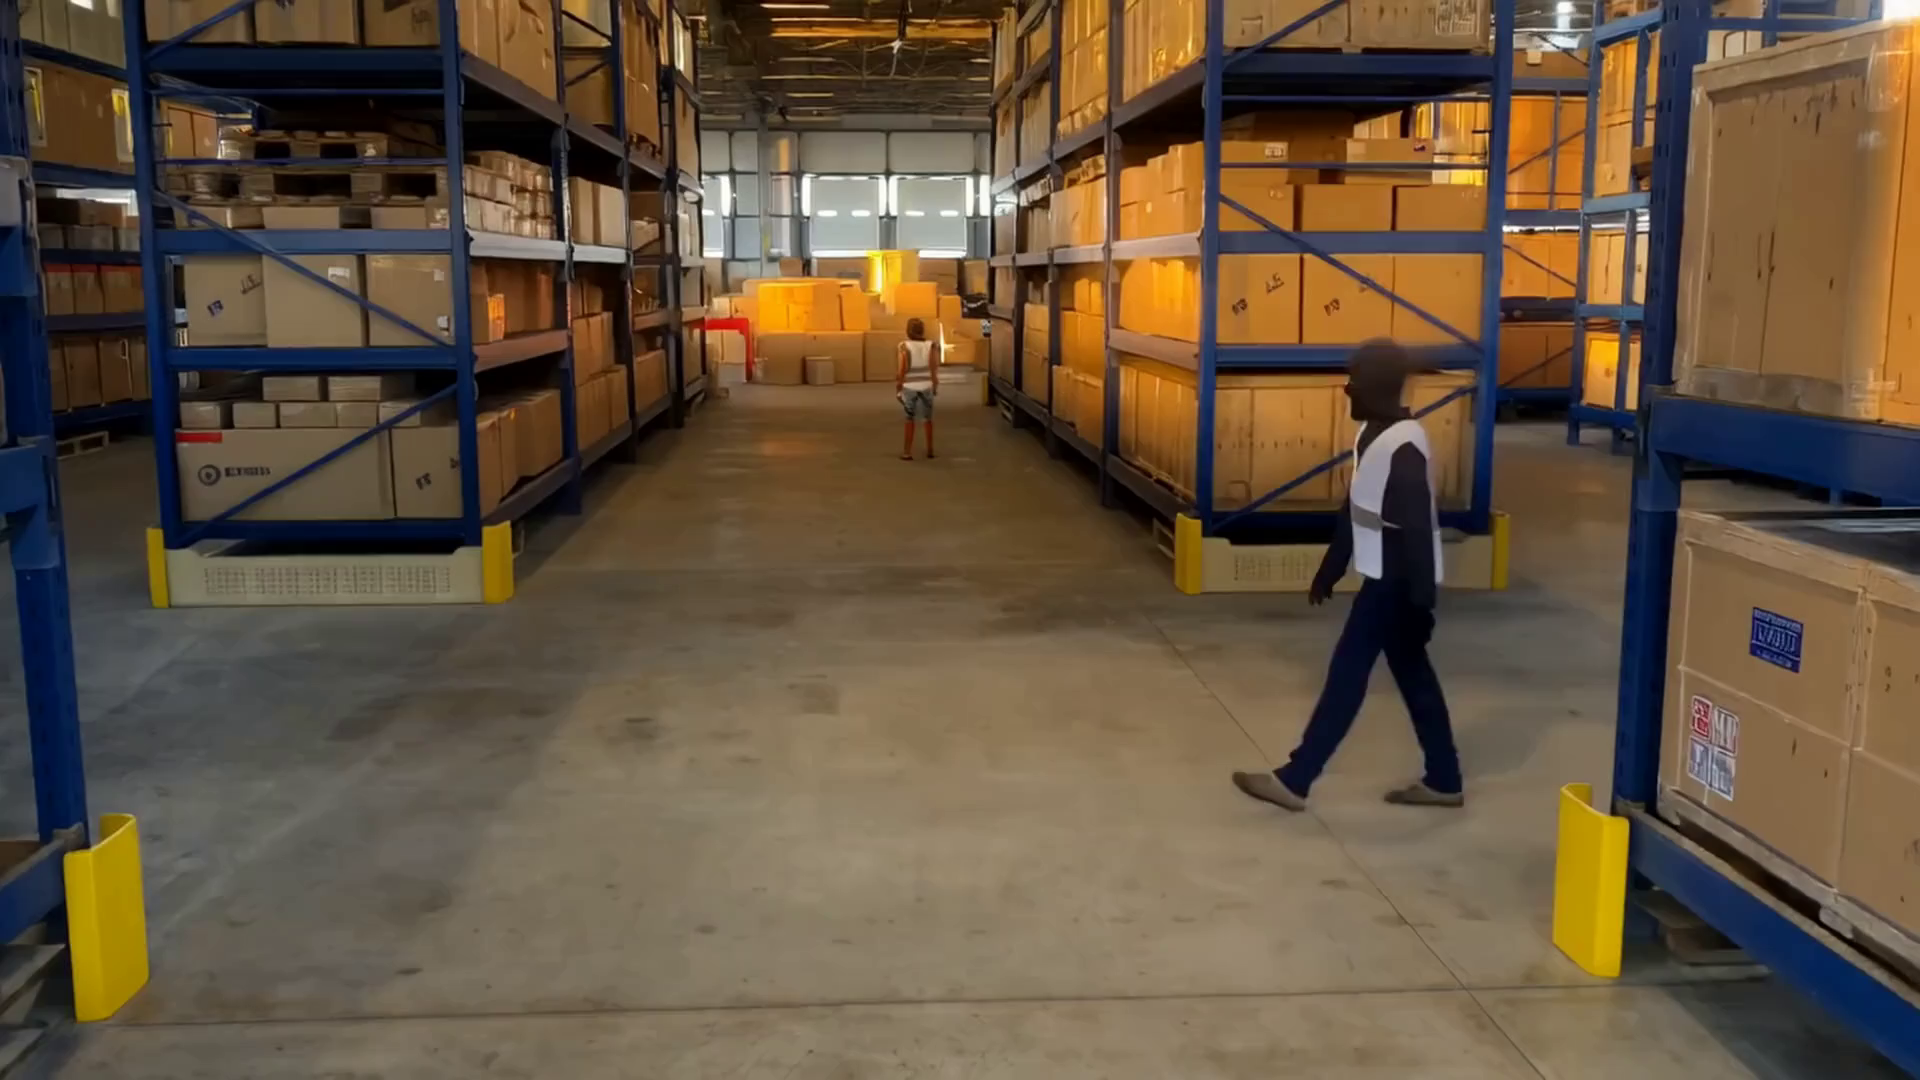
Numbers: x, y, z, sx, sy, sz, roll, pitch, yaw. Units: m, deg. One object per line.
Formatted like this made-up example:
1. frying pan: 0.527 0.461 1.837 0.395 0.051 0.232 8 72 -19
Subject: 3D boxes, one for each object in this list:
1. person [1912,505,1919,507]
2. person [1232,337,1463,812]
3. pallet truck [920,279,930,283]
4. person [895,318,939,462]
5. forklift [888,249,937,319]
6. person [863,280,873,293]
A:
1. person: 3.569 0.385 5.906 0.763 1.606 0.505 -1 9 -4
2. person: 1.561 0.153 6.529 0.986 1.872 0.599 1 9 6
3. pallet truck: -0.932 -8.922 63.114 1.885 1.965 0.823 2 9 13
4. person: -0.489 -1.701 18.937 0.518 1.629 0.314 -4 10 -22
5. forklift: -1.524 -6.536 45.370 1.129 2.768 1.873 7 11 36
6. person: -3.188 -8.048 57.810 0.373 1.941 0.627 -2 9 -14
